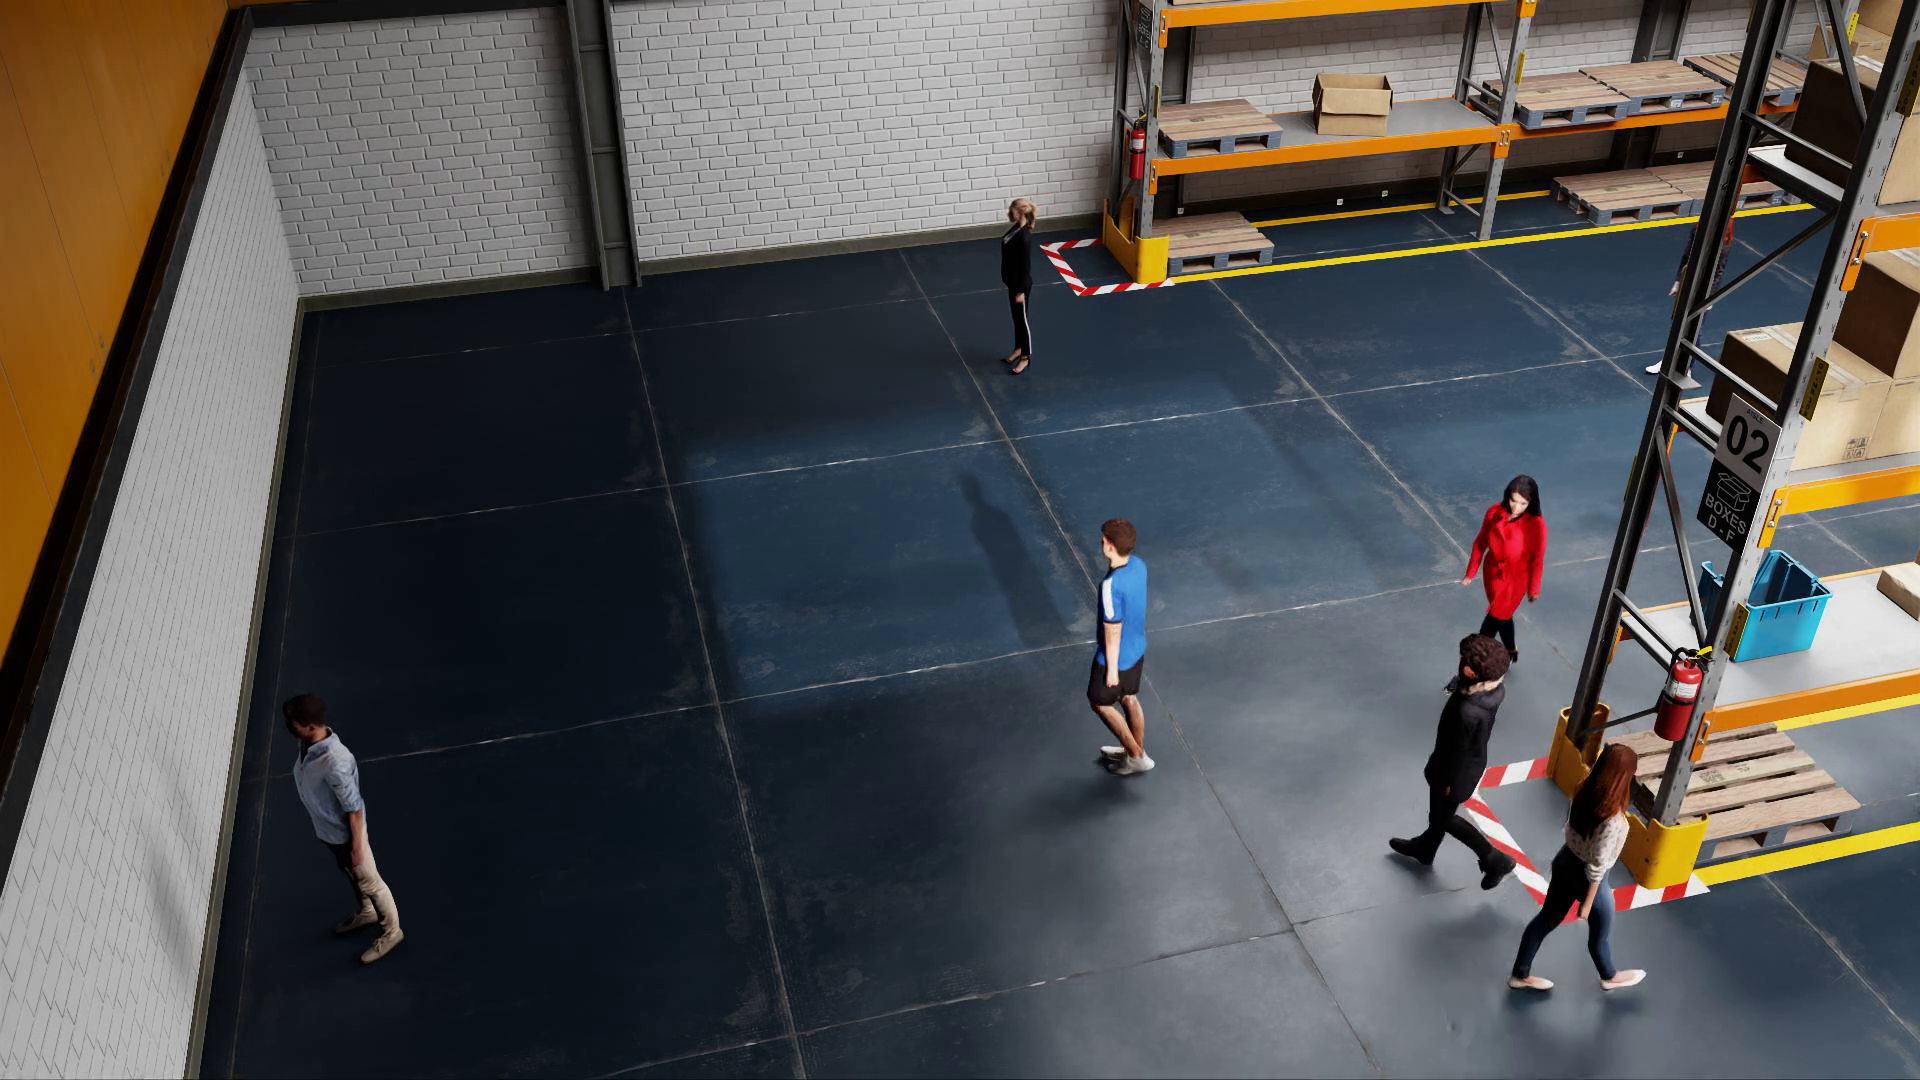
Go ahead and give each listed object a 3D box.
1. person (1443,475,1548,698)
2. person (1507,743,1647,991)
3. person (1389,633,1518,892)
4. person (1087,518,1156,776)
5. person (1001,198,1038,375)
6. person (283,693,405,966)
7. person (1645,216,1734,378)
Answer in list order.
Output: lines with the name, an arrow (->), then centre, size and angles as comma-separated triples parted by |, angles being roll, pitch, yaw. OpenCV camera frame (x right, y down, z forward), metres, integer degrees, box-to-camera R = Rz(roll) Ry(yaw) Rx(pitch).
person -> 3.781, 0.270, 11.424 | 1.135, 1.697, 0.948 | -26, 42, -33
person -> 3.294, 1.836, 9.068 | 1.023, 1.697, 0.682 | -3, 34, -5
person -> 2.997, 1.339, 9.760 | 1.071, 1.759, 1.019 | 19, 38, 26
person -> 1.072, 0.732, 10.604 | 0.955, 1.837, 0.895 | 13, 36, 19
person -> 0.550, -2.350, 15.358 | 0.547, 1.707, 0.613 | -6, 34, -9
person -> -3.458, 1.587, 9.308 | 0.702, 1.846, 0.726 | -27, 42, -34
person -> 6.727, -2.286, 15.190 | 0.630, 1.786, 0.634 | -19, 38, -26
